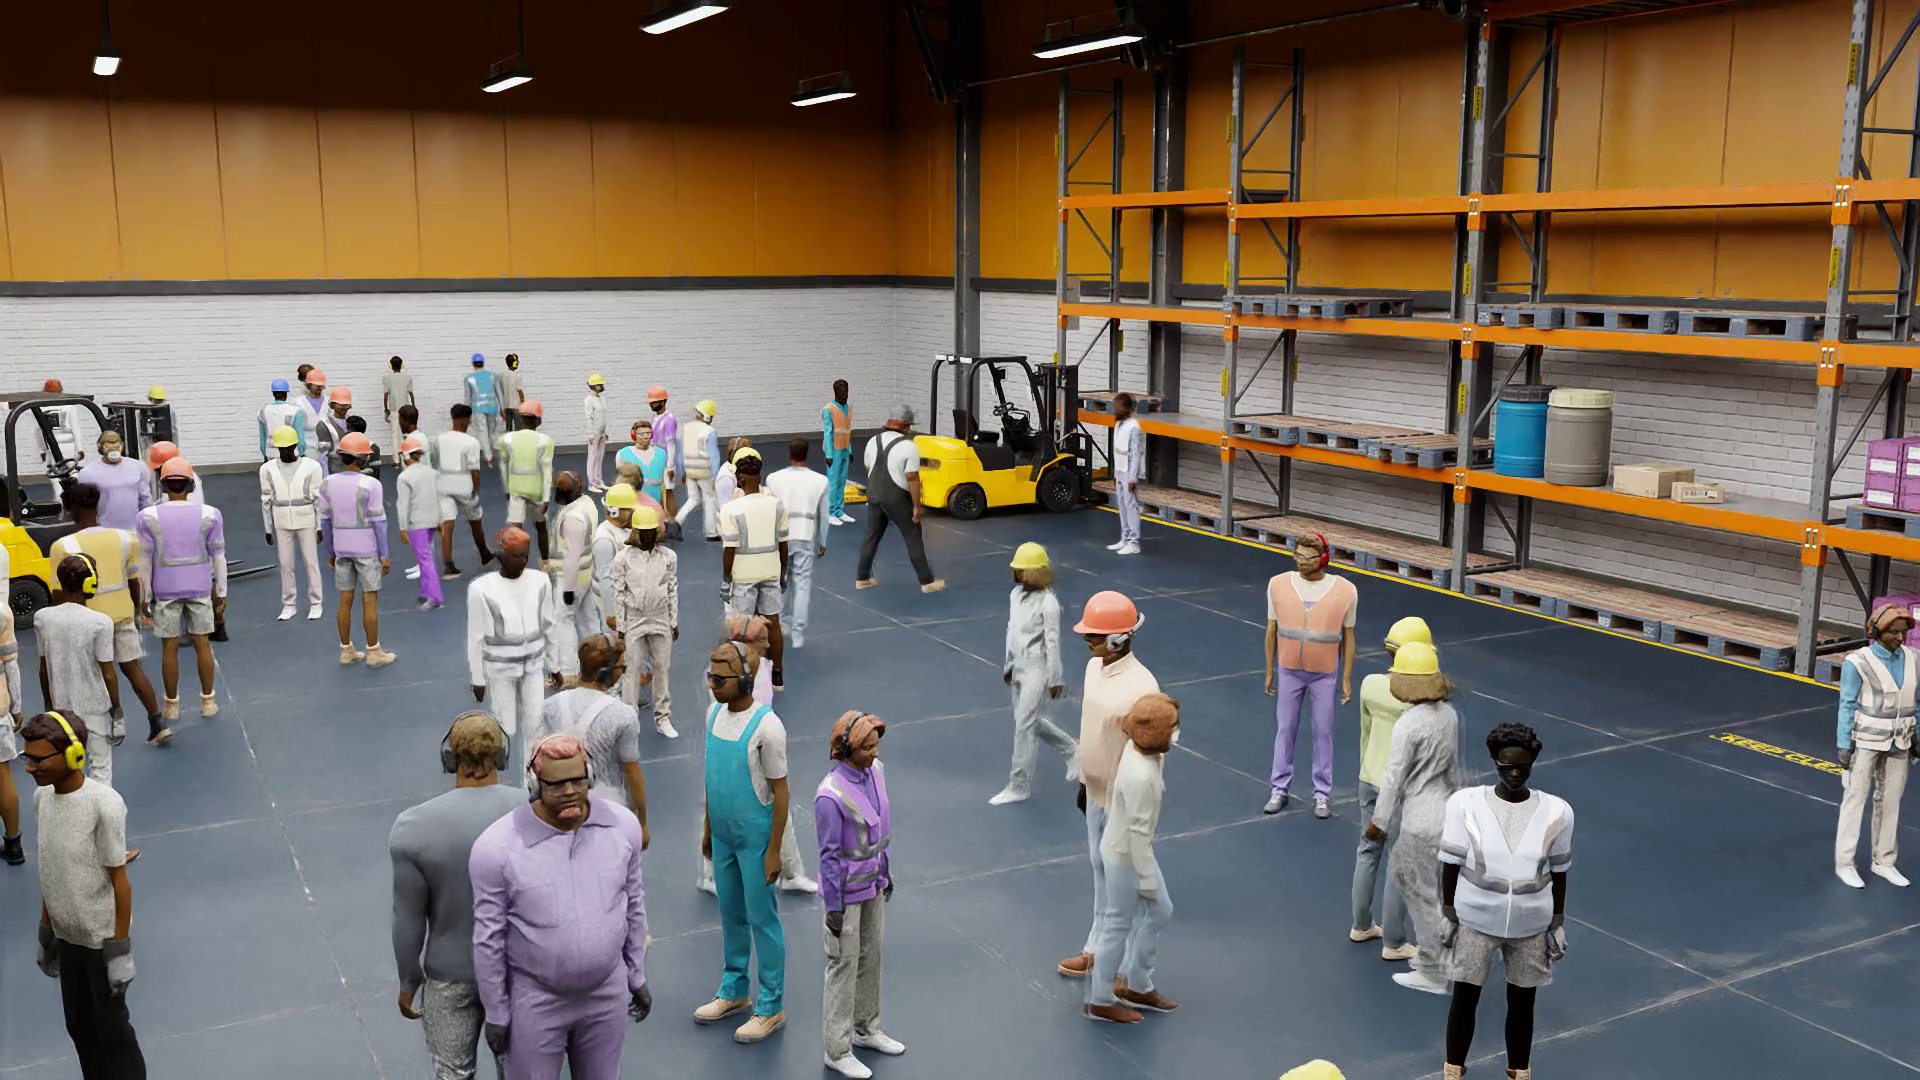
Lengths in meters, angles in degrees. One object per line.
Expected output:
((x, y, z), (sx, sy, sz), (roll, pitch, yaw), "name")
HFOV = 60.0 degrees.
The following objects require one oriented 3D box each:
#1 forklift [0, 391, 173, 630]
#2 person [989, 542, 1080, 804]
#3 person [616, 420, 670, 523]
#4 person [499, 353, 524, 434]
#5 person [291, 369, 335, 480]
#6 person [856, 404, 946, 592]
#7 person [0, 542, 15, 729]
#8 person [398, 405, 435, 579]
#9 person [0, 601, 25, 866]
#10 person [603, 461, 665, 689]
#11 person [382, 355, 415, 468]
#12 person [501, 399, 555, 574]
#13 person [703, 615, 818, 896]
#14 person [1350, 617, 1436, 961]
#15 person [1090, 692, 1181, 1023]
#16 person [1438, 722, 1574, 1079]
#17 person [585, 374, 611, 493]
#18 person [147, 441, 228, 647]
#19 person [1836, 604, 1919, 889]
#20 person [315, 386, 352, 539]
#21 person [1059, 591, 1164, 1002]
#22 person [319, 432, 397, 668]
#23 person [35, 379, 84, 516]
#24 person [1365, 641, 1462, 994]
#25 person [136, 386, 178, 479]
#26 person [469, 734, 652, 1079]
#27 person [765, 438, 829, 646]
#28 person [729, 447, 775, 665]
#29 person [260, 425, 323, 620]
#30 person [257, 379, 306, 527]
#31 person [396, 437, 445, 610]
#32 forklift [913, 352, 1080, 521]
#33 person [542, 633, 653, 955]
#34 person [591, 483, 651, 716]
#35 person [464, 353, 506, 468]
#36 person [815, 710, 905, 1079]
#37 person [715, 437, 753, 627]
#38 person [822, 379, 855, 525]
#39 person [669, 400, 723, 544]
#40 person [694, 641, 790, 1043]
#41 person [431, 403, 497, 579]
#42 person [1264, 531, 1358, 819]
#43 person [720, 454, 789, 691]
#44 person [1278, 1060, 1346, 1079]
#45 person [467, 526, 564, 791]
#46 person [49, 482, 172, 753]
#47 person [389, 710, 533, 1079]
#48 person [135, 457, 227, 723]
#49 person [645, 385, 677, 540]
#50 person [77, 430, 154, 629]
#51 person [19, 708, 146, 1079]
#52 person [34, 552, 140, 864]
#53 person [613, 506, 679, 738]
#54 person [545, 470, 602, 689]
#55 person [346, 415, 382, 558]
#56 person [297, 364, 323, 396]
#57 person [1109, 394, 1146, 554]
((-9.026, -0.363, 16.508), (1.214, 2.155, 2.313), (6, 11, 29), "forklift")
((0.519, 0.848, 10.892), (0.718, 1.722, 0.491), (-5, 11, -26), "person")
((-3.318, -0.343, 17.389), (0.564, 1.847, 0.388), (-7, 12, -36), "person")
((-7.548, -2.216, 28.114), (0.538, 1.869, 0.312), (5, 11, 25), "person")
((-8.467, -1.240, 22.047), (0.643, 2.020, 0.794), (-8, 12, -37), "person")
((-0.622, -0.470, 17.571), (0.853, 2.000, 0.573), (7, 12, 36), "person")
((-6.973, 0.614, 11.718), (0.643, 1.908, 0.411), (5, 11, 26), "person")
((-5.960, -0.536, 18.310), (0.396, 1.917, 0.590), (-3, 10, -17), "person")
((-5.723, 0.973, 9.596), (0.550, 1.925, 0.390), (-9, 13, -41), "person")
((-2.686, 0.280, 13.697), (0.758, 1.903, 0.480), (7, 12, 35), "person")
((-9.298, -2.127, 27.602), (0.511, 1.872, 0.328), (-4, 11, -22), "person")
((-4.707, -0.527, 18.077), (0.628, 1.988, 1.078), (0, 10, -1), "person")
((-1.108, 1.217, 9.114), (0.768, 1.609, 0.535), (5, 11, 27), "person")
((2.232, 1.253, 8.468), (0.337, 1.757, 0.518), (-6, 11, -30), "person")
((0.838, 1.468, 7.648), (0.518, 1.601, 0.541), (2, 10, 12), "person")
((2.227, 1.567, 6.829), (0.531, 1.698, 0.320), (2, 10, 9), "person")
((-5.409, -1.596, 24.831), (0.306, 1.772, 0.525), (3, 10, 15), "person")
((-7.018, 0.025, 15.125), (0.458, 1.902, 0.593), (1, 10, 8), "person")
((5.178, 1.157, 9.387), (0.525, 1.631, 0.320), (-2, 10, -11), "person")
((-7.151, -0.774, 19.317), (0.387, 2.039, 0.615), (5, 11, 25), "person")
((0.738, 1.218, 7.995), (0.392, 1.991, 0.613), (-4, 11, -24), "person")
((-5.190, 0.085, 14.367), (0.615, 2.040, 0.391), (3, 10, 16), "person")
((-12.175, -1.243, 22.484), (0.611, 1.873, 0.445), (0, 10, -1), "person")
((2.216, 1.345, 8.042), (0.436, 1.718, 0.482), (8, 12, 37), "person")
((-11.049, -1.257, 22.937), (0.385, 1.750, 0.534), (10, 14, 44), "person")
((-1.396, 1.616, 5.949), (0.643, 1.908, 0.399), (-7, 12, -34), "person")
((-1.506, -0.010, 15.387), (0.596, 1.875, 0.911), (0, 10, -3), "person")
((-1.793, 0.163, 14.253), (0.366, 1.927, 0.585), (-9, 13, -42), "person")
((-6.476, -0.161, 16.163), (0.581, 1.918, 0.399), (-2, 10, -9), "person")
((-8.802, -1.127, 21.655), (0.605, 1.939, 0.416), (1, 10, 6), "person")
((-5.439, -0.171, 16.823), (0.536, 1.716, 0.601), (3, 10, 18), "person")
((0.460, -1.461, 22.833), (2.313, 2.155, 1.214), (-5, 11, -28), "forklift")
((-1.778, 1.332, 7.942), (0.529, 1.794, 0.980), (4, 11, 21), "person")
((-2.620, 0.467, 12.815), (0.403, 1.821, 0.600), (1, 10, 5), "person")
((-7.945, -2.167, 27.783), (0.638, 1.925, 0.684), (-6, 12, -32), "person")
((-0.460, 1.528, 7.247), (0.324, 1.631, 0.524), (4, 11, 23), "person")
((-2.109, -0.071, 15.896), (0.429, 1.831, 0.635), (2, 10, 9), "person")
((-1.615, -1.164, 21.922), (0.371, 1.915, 0.595), (5, 11, 27), "person")
((-3.216, -0.816, 20.273), (0.635, 1.797, 0.635), (8, 12, 37), "person")
((-0.998, 1.360, 7.594), (0.519, 1.844, 0.331), (9, 13, 42), "person")
((-5.541, -0.566, 18.483), (0.607, 1.904, 1.008), (2, 10, 9), "person")
((2.223, 0.844, 10.573), (0.564, 1.842, 0.393), (4, 10, 19), "person")
((-1.673, 0.280, 13.482), (0.614, 1.957, 0.391), (-7, 12, -34), "person")
((0.708, 2.057, 3.787), (0.582, 1.785, 0.958), (5, 11, 27), "person")
((-2.887, 0.815, 10.702), (0.608, 1.865, 0.668), (-9, 13, -42), "person")
((-6.108, 0.570, 11.843), (0.566, 1.961, 0.683), (7, 12, 33), "person")
((-1.751, 1.576, 6.130), (0.641, 1.928, 0.386), (-5, 11, -27), "person")
((-5.940, 0.380, 12.729), (0.612, 2.029, 0.407), (-6, 11, -30), "person")
((-3.729, -0.967, 20.762), (0.387, 1.929, 0.547), (-6, 12, -32), "person")
((-7.921, -0.082, 15.665), (0.367, 1.927, 0.639), (9, 14, 43), "person")
((-3.399, 1.556, 6.447), (0.521, 1.857, 0.343), (5, 11, 29), "person")
((-5.077, 1.000, 9.636), (0.510, 1.861, 0.324), (1, 10, 8), "person")
((-2.287, 0.614, 12.185), (0.486, 1.744, 0.294), (-5, 11, -27), "person")
((-3.177, 0.317, 13.742), (0.432, 1.822, 0.644), (0, 10, 3), "person")
((-6.975, -0.614, 19.375), (0.536, 1.699, 0.322), (4, 10, 20), "person")
((-10.151, -1.832, 26.014), (0.430, 1.836, 0.626), (-4, 11, -20), "person")
((1.981, -0.787, 19.793), (0.423, 1.907, 0.616), (-2, 10, -13), "person")
